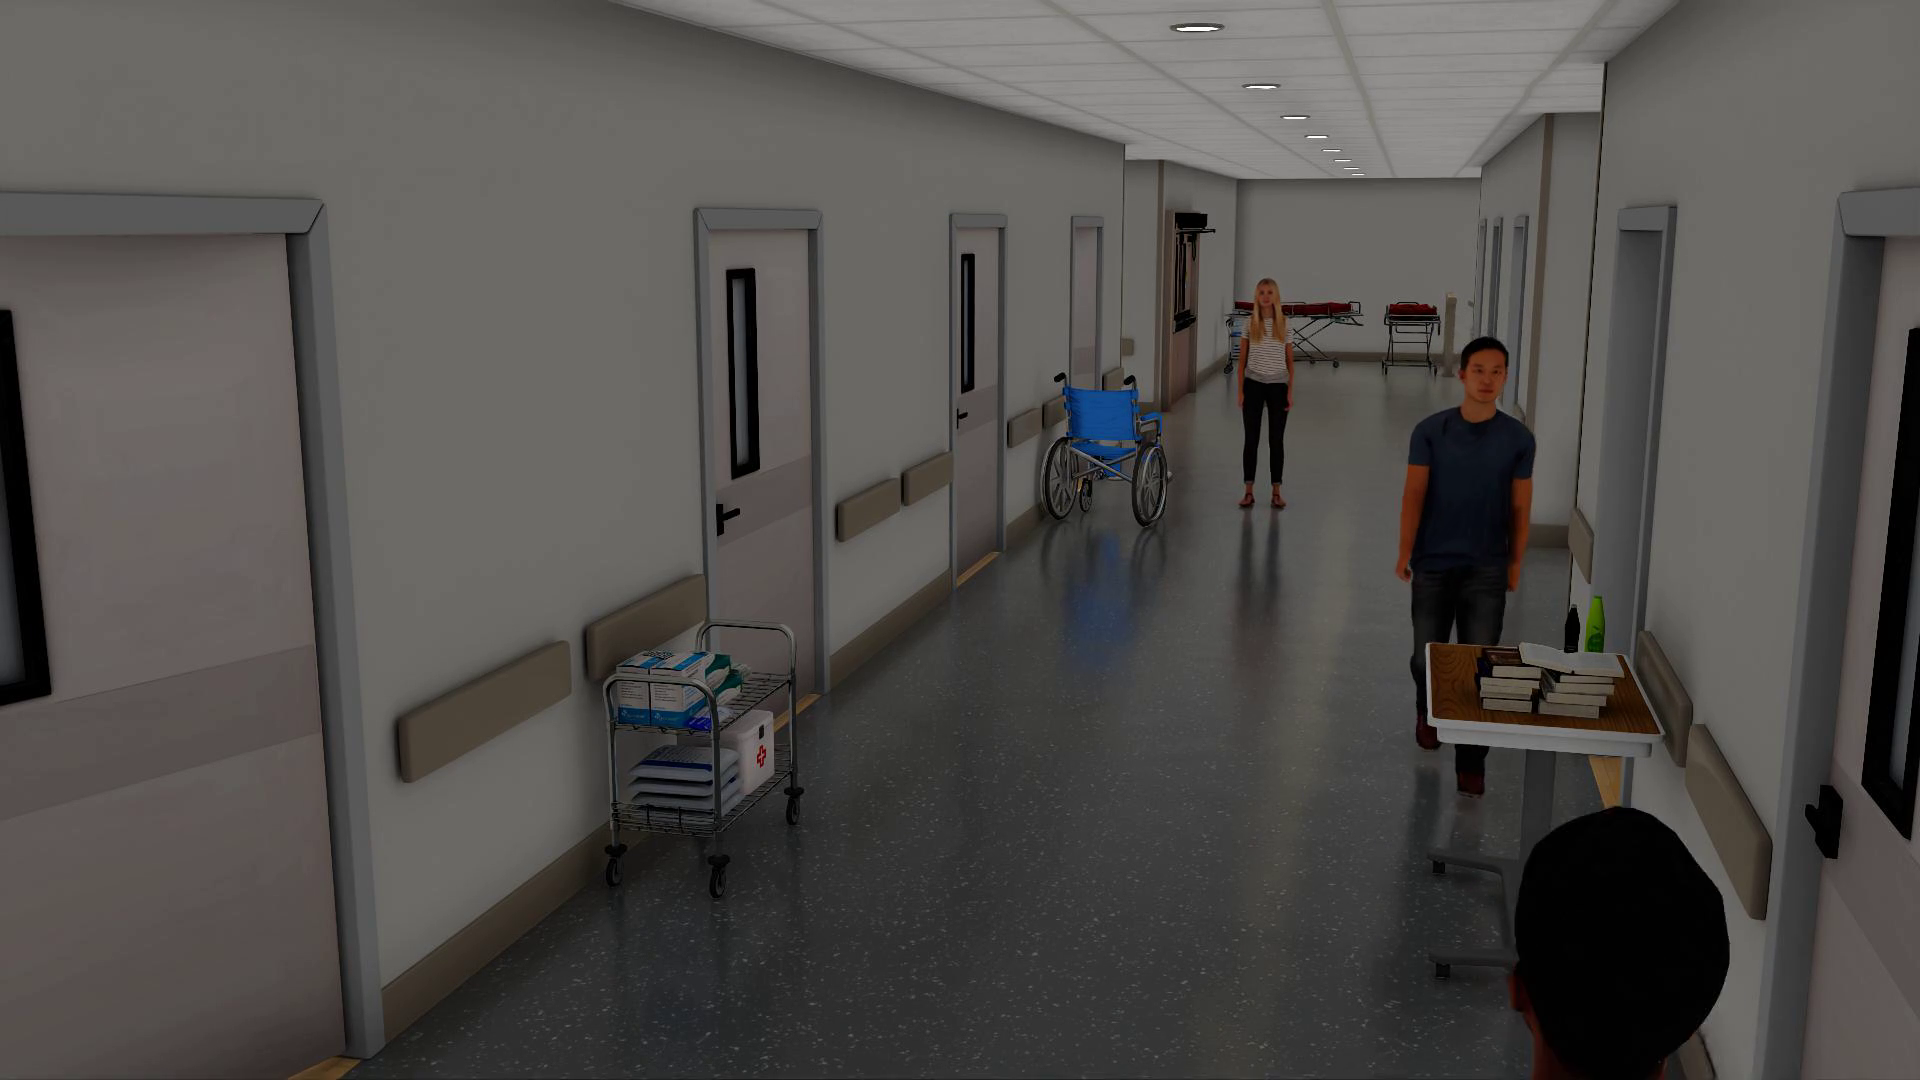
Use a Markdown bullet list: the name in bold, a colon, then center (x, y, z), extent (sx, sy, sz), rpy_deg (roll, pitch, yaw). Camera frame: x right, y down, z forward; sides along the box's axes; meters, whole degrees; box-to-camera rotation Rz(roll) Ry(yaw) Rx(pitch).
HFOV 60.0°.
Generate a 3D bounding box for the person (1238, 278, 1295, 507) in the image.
- **person**: center (2.453, -1.185, 13.366), extent (0.621, 1.826, 0.564), rpy_deg (1, 11, 7)

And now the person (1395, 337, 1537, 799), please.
- **person**: center (2.021, 0.088, 6.787), extent (0.697, 1.779, 1.101), rpy_deg (3, 11, 17)
